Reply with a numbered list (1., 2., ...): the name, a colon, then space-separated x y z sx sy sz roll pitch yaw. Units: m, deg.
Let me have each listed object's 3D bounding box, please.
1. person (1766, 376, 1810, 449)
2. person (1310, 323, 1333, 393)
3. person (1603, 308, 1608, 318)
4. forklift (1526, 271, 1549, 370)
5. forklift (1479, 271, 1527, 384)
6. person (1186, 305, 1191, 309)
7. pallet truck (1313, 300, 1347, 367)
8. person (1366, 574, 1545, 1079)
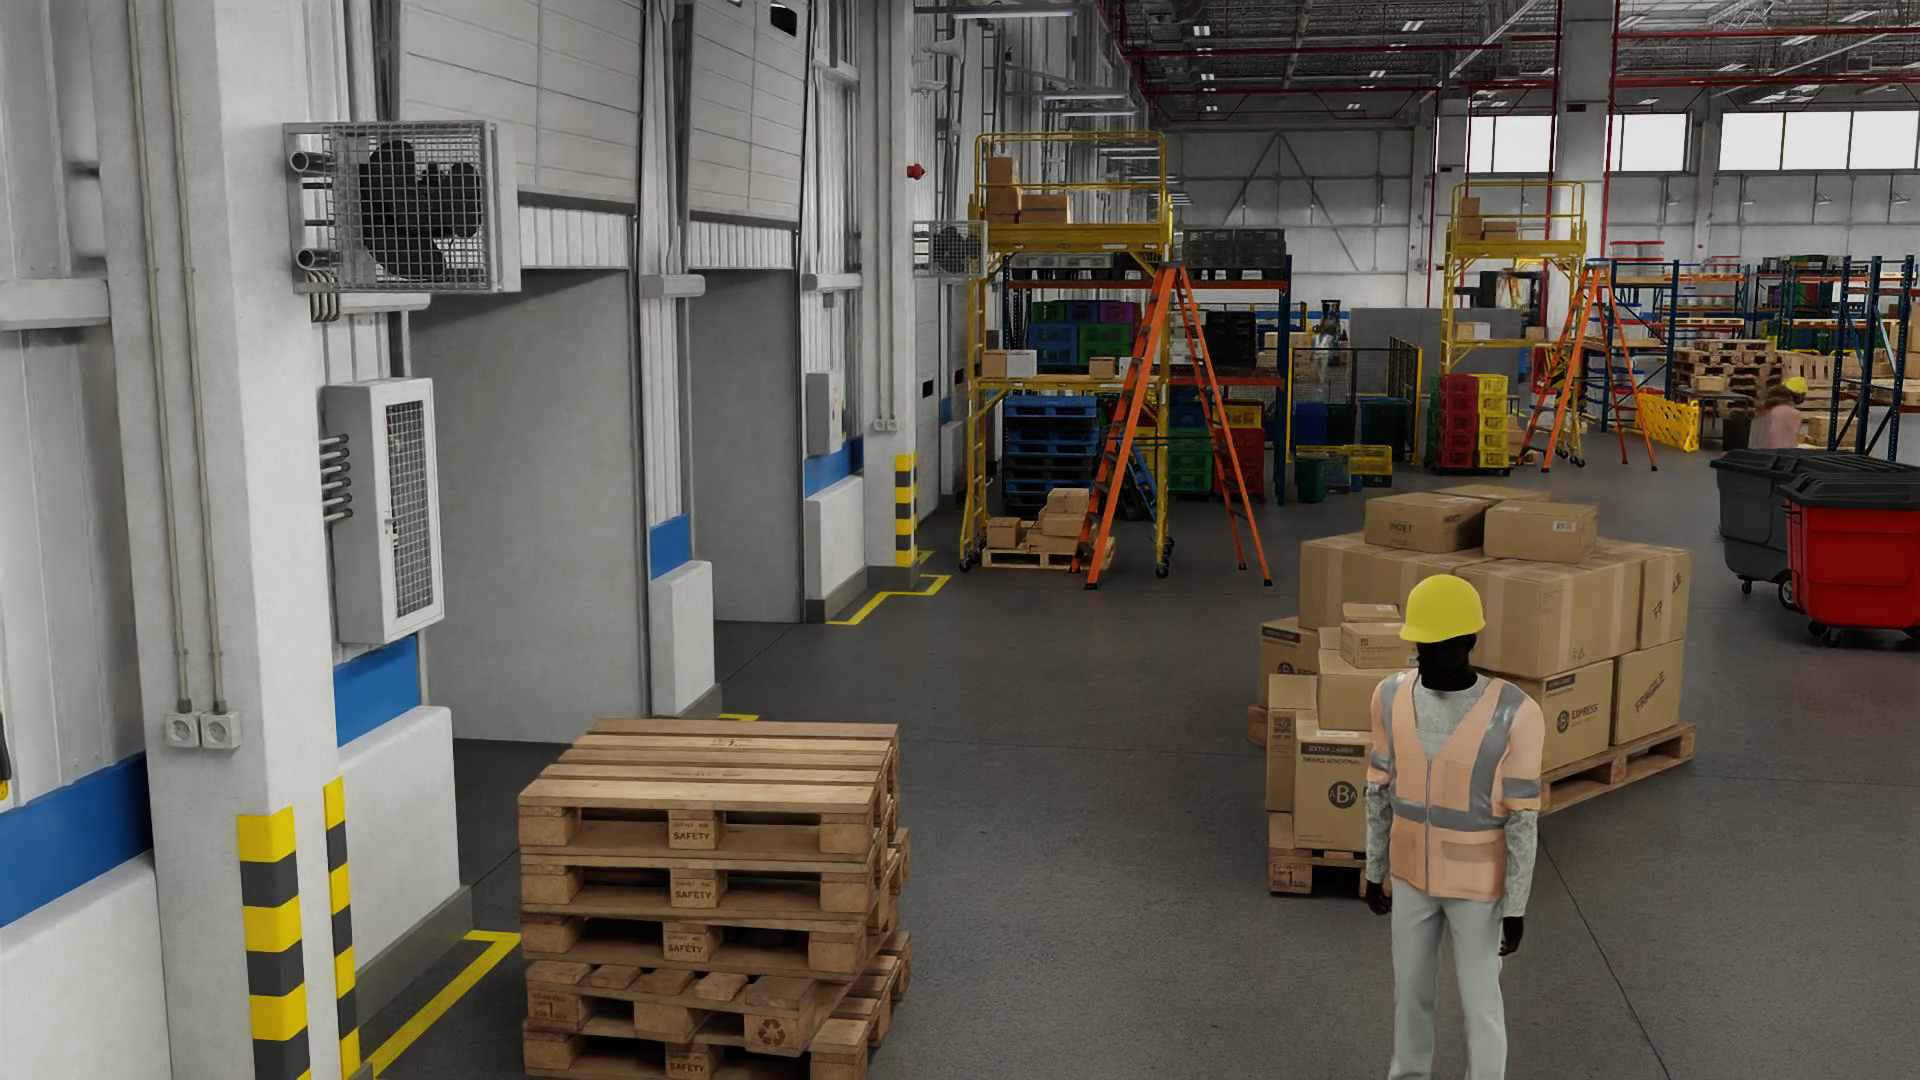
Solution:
1. person: 8.582 -0.846 17.450 0.543 1.745 0.538 0 9 -3
2. person: 8.449 -4.262 38.891 0.543 1.623 0.406 5 10 27
3. person: 16.967 -5.198 43.766 0.660 1.922 0.542 6 11 31
4. forklift: 16.350 -6.018 45.881 1.873 2.768 1.129 -3 10 -17
5. forklift: 13.186 -5.328 41.628 1.873 2.768 1.129 1 9 9
6. person: 6.115 -5.310 44.457 0.392 1.927 0.545 5 11 29
7. pallet truck: 11.159 -6.200 49.718 0.823 1.965 1.885 4 10 26
8. person: 1.524 1.051 5.248 0.584 1.921 0.394 9 13 43
